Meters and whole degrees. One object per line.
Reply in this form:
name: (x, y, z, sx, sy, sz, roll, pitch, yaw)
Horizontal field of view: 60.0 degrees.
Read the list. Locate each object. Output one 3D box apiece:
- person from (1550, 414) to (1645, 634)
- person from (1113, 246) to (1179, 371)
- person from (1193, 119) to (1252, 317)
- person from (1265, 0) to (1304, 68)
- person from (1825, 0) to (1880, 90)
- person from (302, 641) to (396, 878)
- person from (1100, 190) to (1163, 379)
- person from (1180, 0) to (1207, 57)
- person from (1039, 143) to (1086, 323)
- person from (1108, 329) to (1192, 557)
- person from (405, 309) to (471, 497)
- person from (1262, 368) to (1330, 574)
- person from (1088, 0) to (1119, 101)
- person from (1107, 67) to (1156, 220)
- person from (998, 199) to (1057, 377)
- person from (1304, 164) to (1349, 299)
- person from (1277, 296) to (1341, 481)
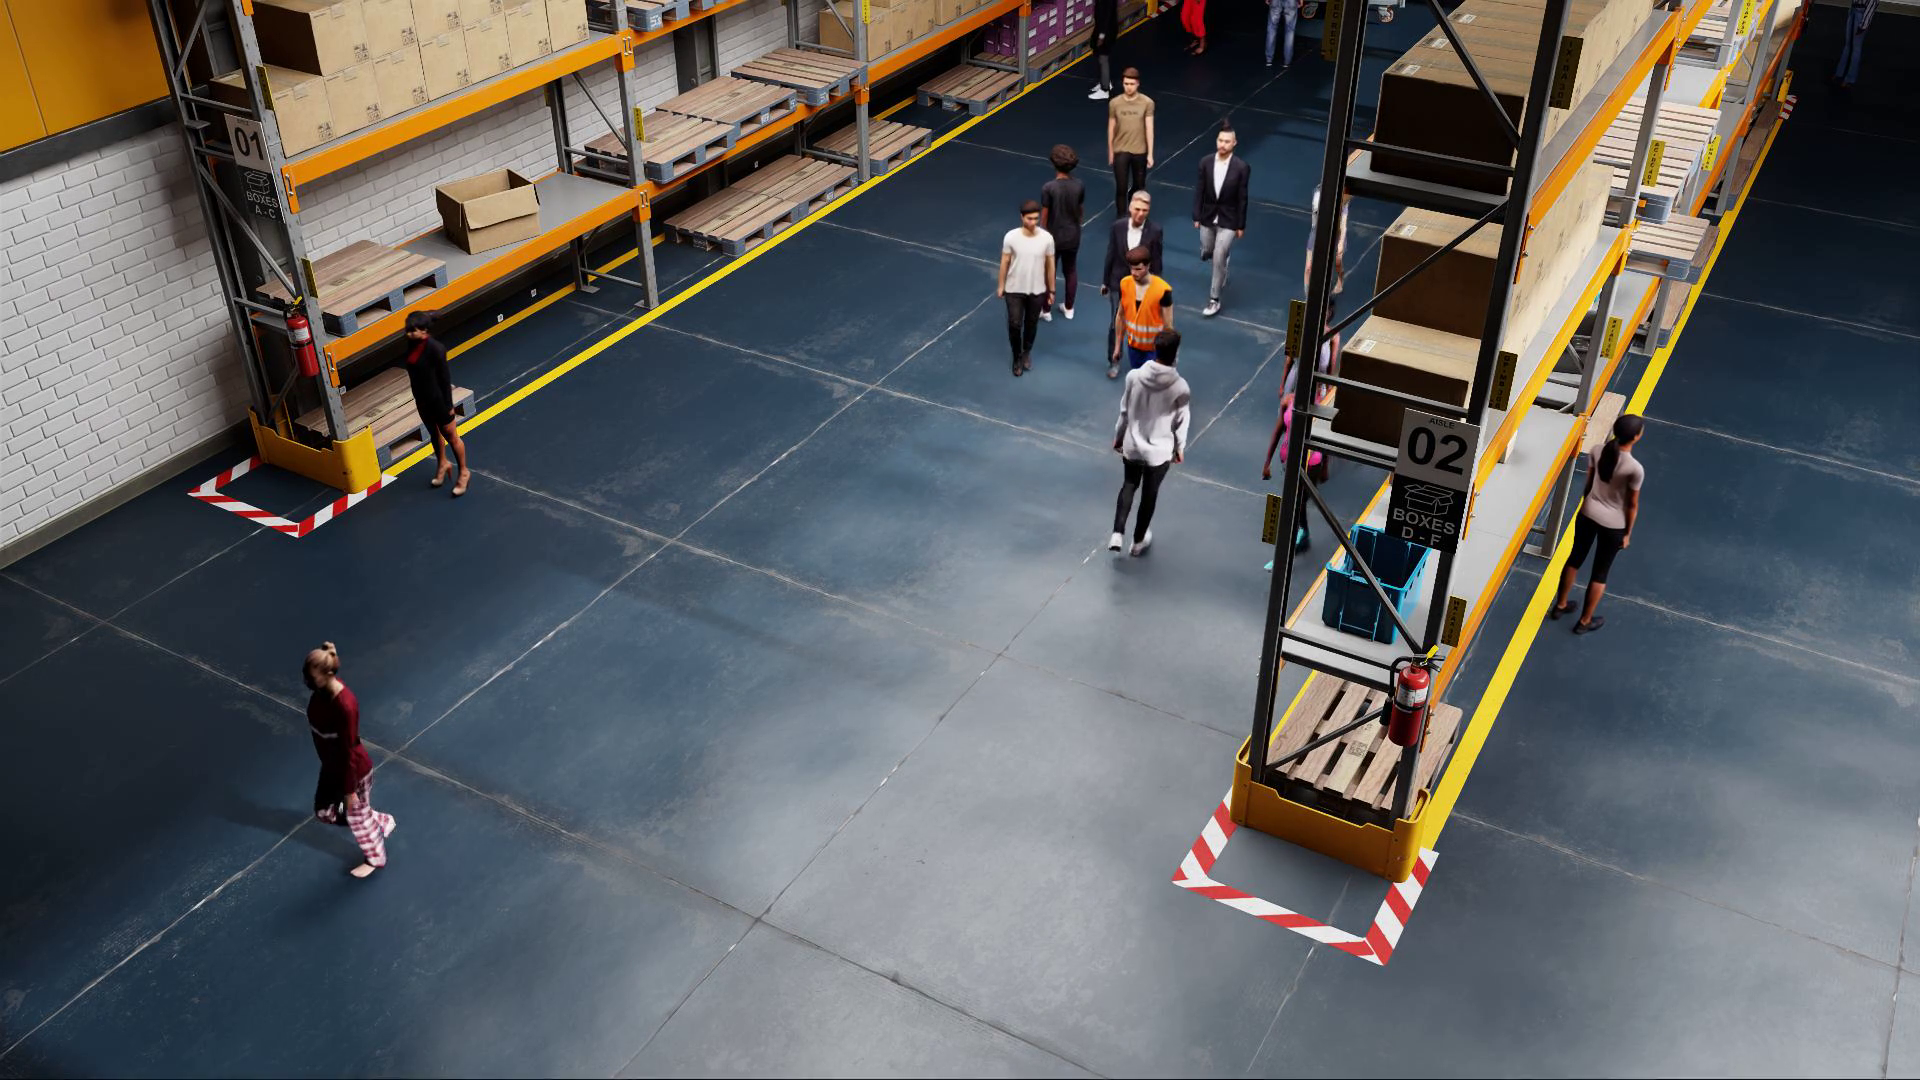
person: (4.612, -0.130, 11.983, 0.665, 1.744, 0.669, -21, 39, -29)
person: (1.653, -1.696, 14.238, 0.778, 1.856, 0.785, 23, 40, 30)
person: (2.615, -3.234, 16.483, 0.707, 1.932, 1.011, 17, 37, 23)
person: (4.484, -7.492, 22.963, 0.702, 1.849, 0.598, 11, 35, 16)
person: (12.020, -6.958, 22.208, 0.756, 1.796, 0.638, 0, 34, -1)
person: (-3.583, 1.305, 9.872, 0.699, 1.690, 0.726, 28, 43, 35)
person: (1.618, -2.415, 15.379, 0.854, 1.790, 1.053, 13, 36, 18)
person: (3.359, -7.615, 23.239, 0.831, 1.750, 0.785, -6, 34, -8)
person: (0.993, -2.996, 16.264, 0.708, 1.777, 0.793, -12, 36, -18)
person: (1.407, -0.659, 12.632, 0.772, 1.906, 0.868, 11, 35, 16)
person: (-4.289, -1.126, 13.577, 0.581, 1.637, 0.615, 21, 39, 29)
person: (2.649, -0.611, 12.765, 0.676, 1.679, 1.103, 22, 40, 30)
person: (1.964, -6.693, 21.844, 0.849, 1.757, 0.748, -3, 34, -4)
person: (1.853, -4.235, 18.078, 0.905, 1.833, 1.066, 4, 34, 6)
person: (0.605, -2.387, 15.410, 0.807, 1.709, 0.831, -2, 34, -4)
person: (3.696, -3.059, 16.584, 0.656, 1.528, 1.061, 22, 39, 29)
person: (2.902, -1.295, 13.795, 0.609, 1.678, 0.889, 19, 38, 26)
